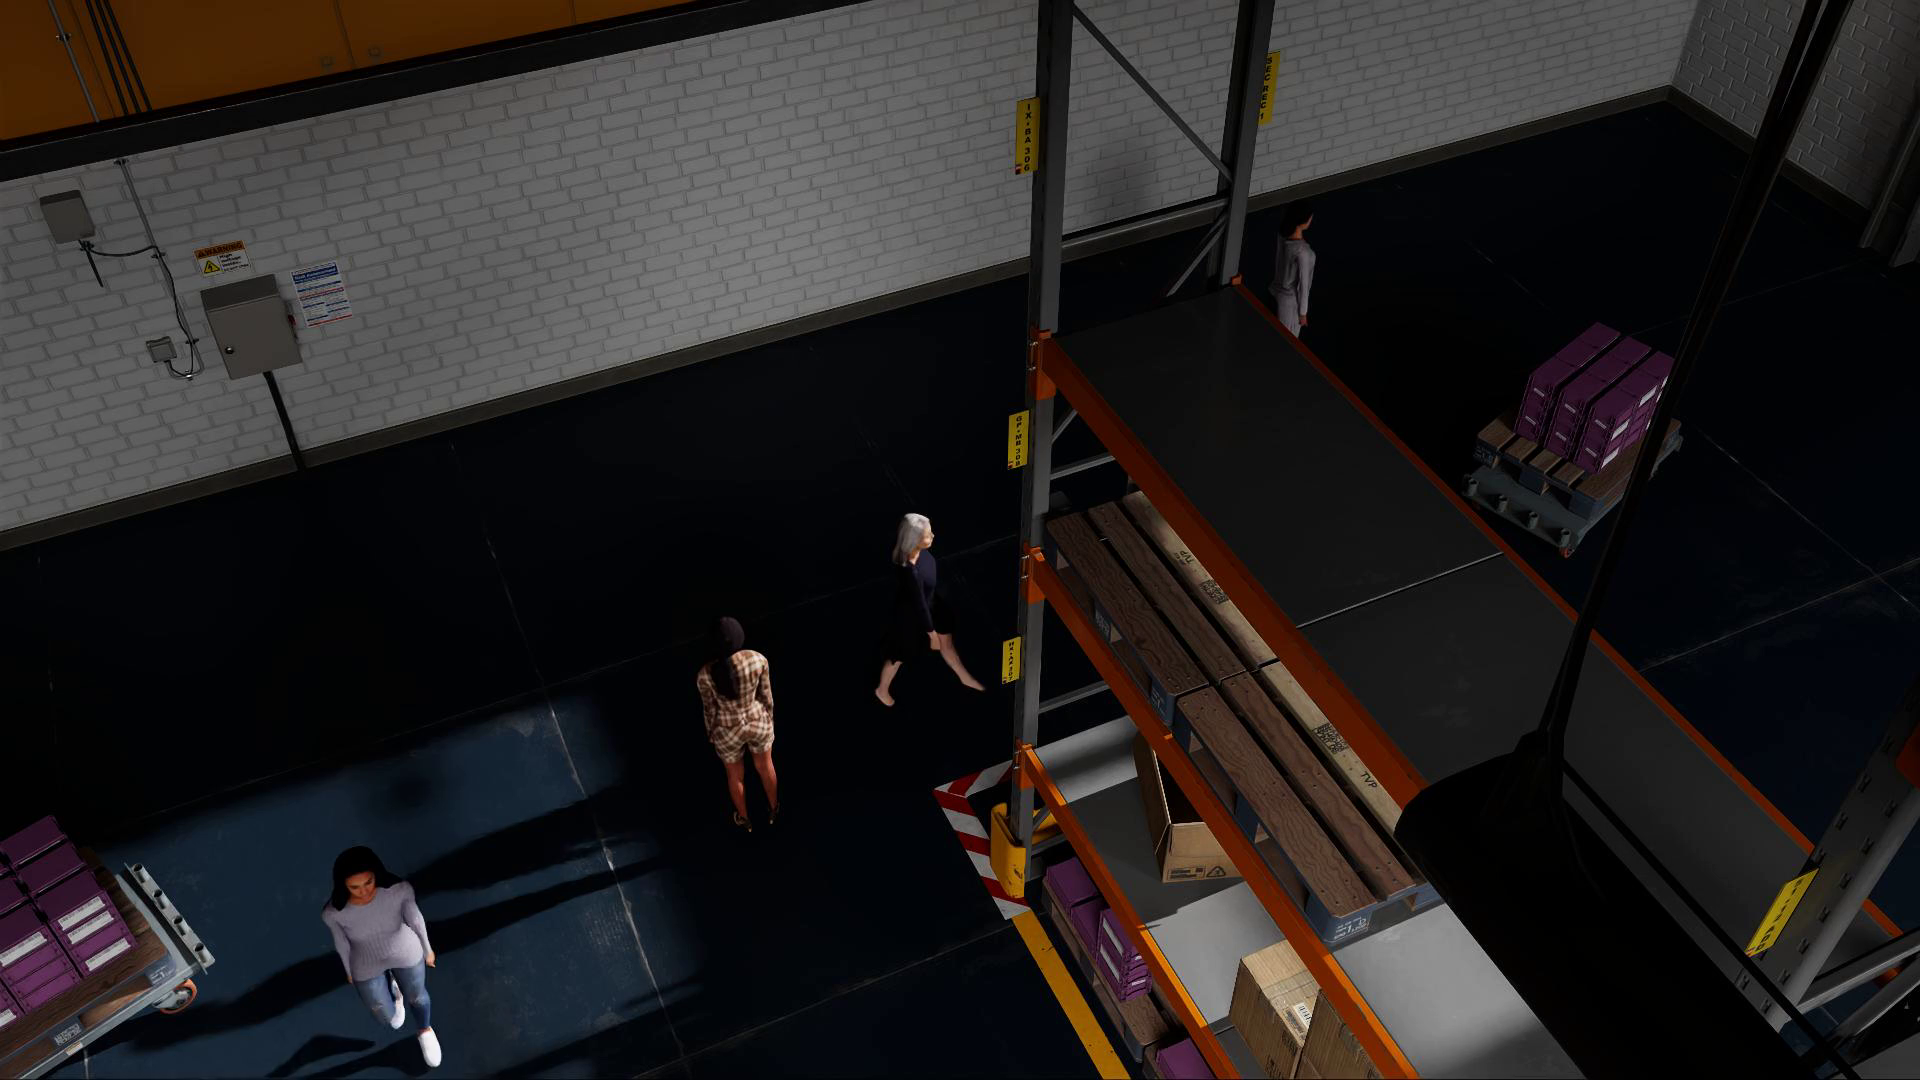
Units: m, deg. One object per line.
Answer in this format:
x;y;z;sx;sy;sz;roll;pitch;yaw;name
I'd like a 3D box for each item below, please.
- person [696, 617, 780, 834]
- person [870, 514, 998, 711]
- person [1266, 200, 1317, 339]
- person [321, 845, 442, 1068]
-1.277;1.106;9.743;0.600;1.794;0.574;-13;45;-13;person
-0.375;0.501;10.436;0.978;1.714;1.103;-1;44;-1;person
2.520;-1.842;12.851;0.662;1.775;0.506;-13;45;-14;person
-3.023;2.119;8.730;0.611;1.723;0.699;-17;46;-17;person
